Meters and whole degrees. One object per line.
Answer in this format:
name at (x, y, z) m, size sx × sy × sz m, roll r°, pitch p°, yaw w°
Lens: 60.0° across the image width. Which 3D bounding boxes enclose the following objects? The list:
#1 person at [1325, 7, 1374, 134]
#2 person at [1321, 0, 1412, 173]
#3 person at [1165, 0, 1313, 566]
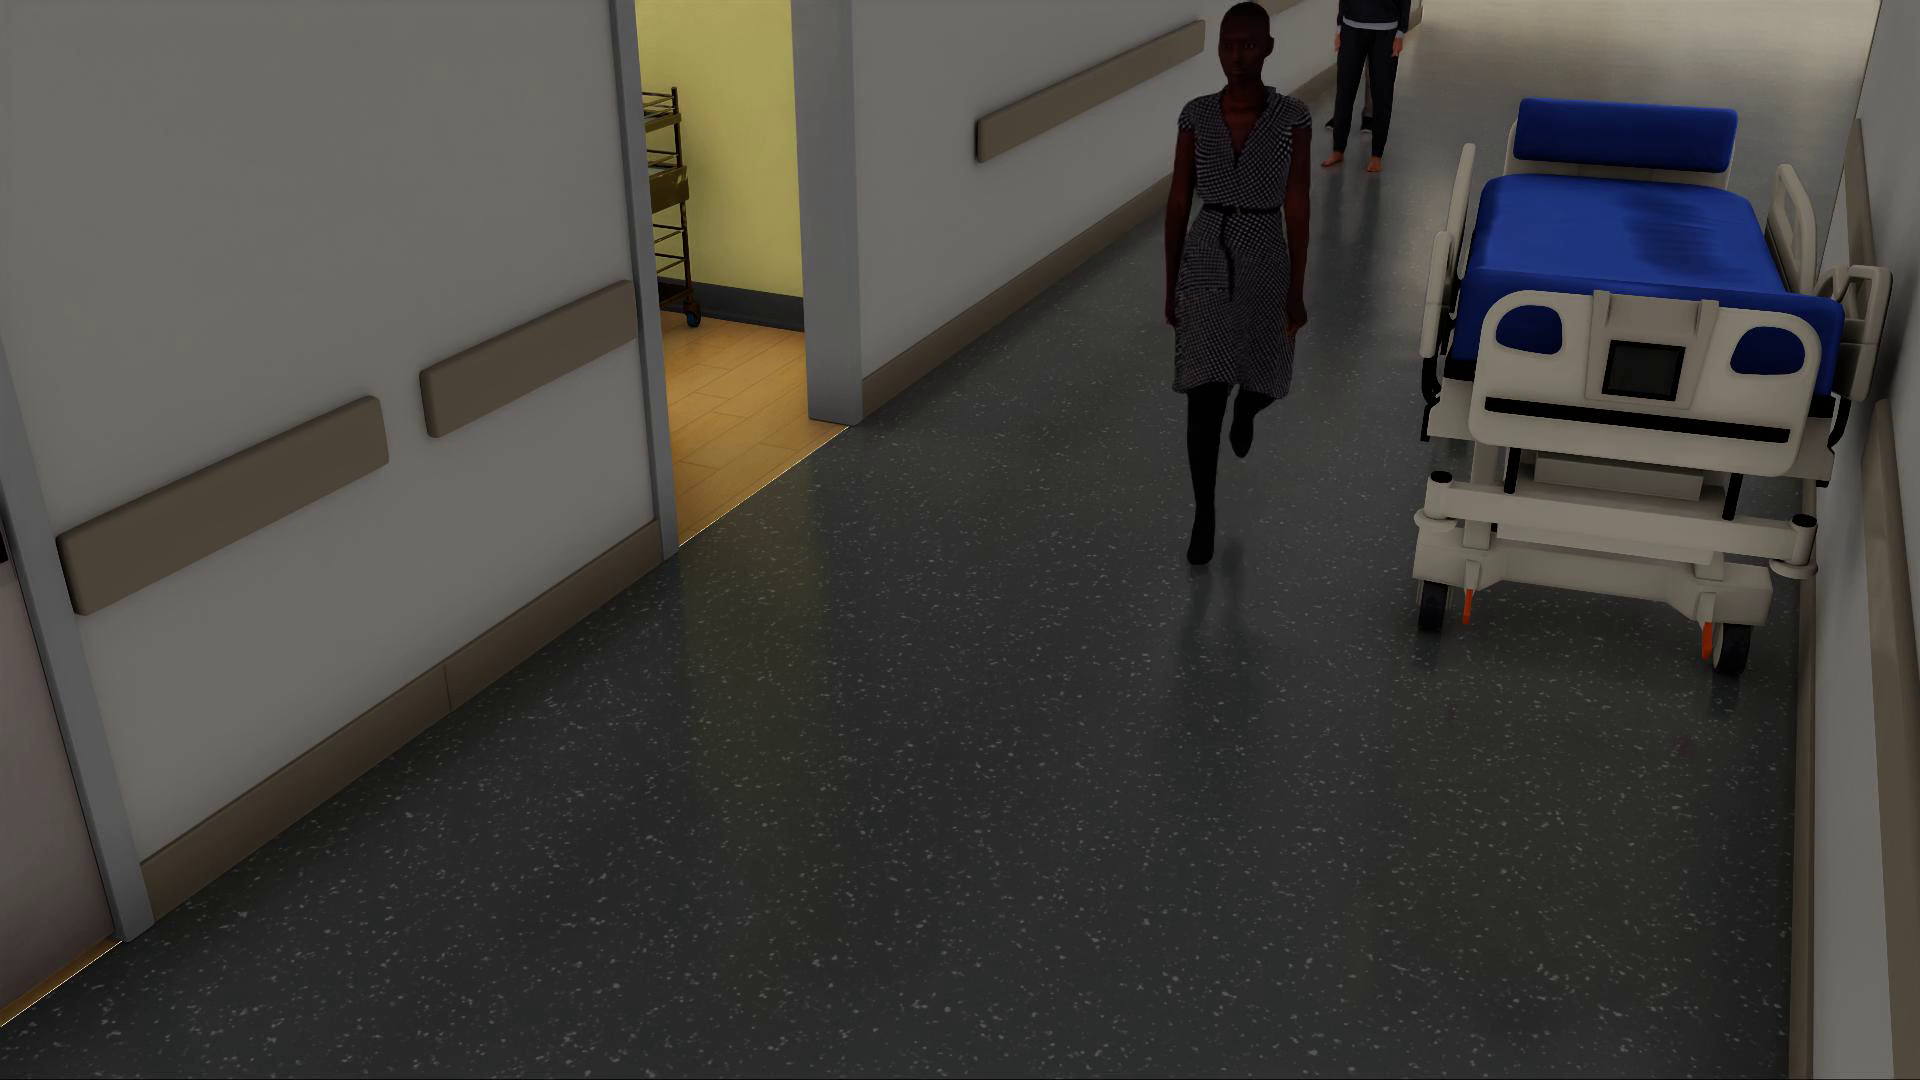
person at (2.780, -3.545, 11.430) m, size 0.411 × 1.439 × 0.585 m, roll 10°, pitch 27°, yaw 19°
person at (2.575, -3.215, 10.413) m, size 0.464 × 1.726 × 0.672 m, roll 13°, pitch 29°, yaw 26°
person at (0.906, -0.813, 5.387) m, size 0.953 × 1.767 × 0.806 m, roll 6°, pitch 26°, yaw 13°
